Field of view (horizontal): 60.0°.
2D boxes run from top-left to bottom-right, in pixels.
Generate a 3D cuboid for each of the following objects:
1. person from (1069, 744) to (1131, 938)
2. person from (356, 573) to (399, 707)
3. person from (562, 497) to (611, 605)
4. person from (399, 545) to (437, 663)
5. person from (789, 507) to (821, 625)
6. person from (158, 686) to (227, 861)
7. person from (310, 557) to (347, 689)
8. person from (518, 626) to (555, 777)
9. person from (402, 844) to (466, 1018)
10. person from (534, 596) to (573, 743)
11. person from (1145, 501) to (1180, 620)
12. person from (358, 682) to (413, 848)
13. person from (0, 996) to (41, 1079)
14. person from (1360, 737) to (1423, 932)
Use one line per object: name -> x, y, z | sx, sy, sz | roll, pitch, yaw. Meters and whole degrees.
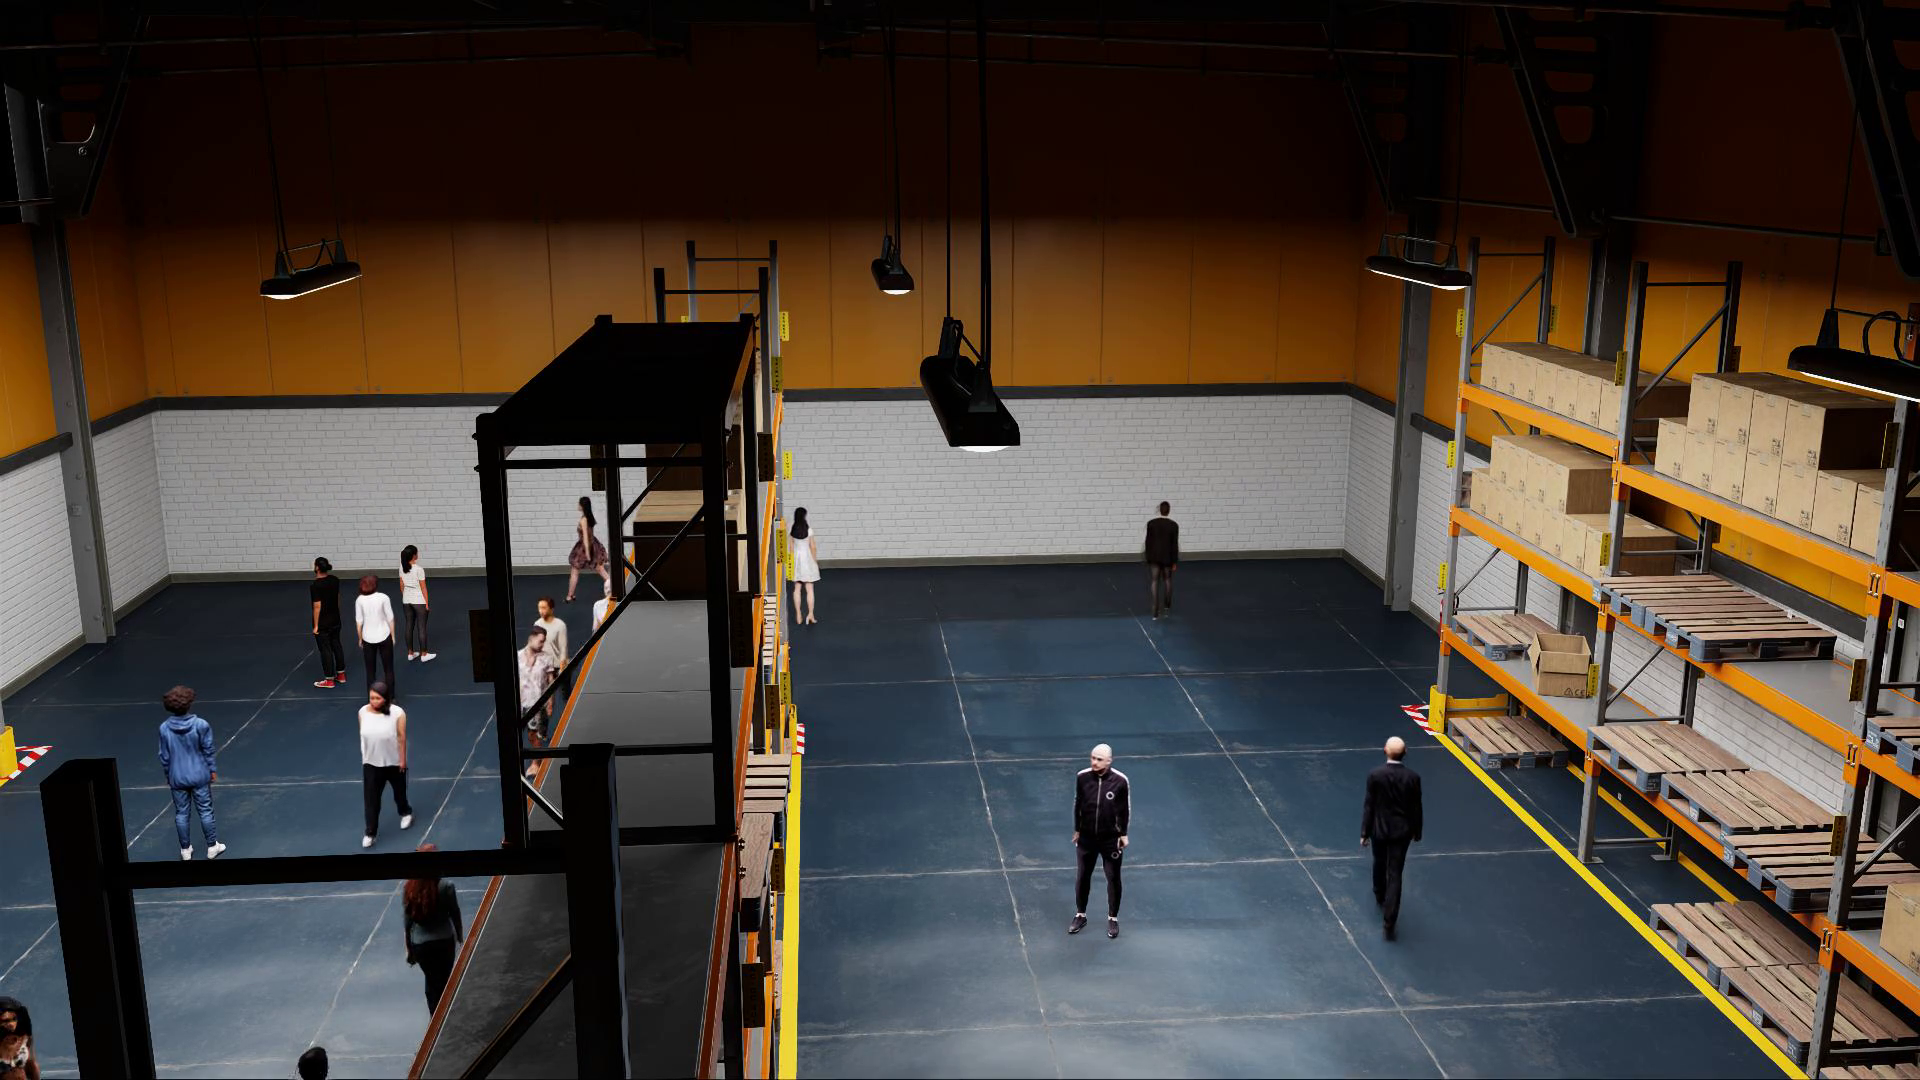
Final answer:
person -> 1.284, 2.704, 15.168 | 0.752, 1.834, 0.715 | 4, 14, 16
person -> -7.404, 1.287, 21.105 | 0.640, 1.794, 0.563 | -3, 14, -13
person -> -5.649, 0.212, 25.688 | 0.929, 1.727, 1.185 | 3, 14, 12
person -> -7.588, 0.869, 23.144 | 0.642, 1.647, 0.650 | 5, 14, 18
person -> -2.345, 0.385, 24.875 | 0.755, 1.773, 0.776 | 5, 14, 19
person -> -7.751, 2.338, 16.728 | 0.684, 1.811, 0.586 | -2, 14, -9
person -> -8.391, 1.076, 22.052 | 0.775, 1.759, 0.655 | 5, 14, 18
person -> -4.875, 1.834, 18.900 | 0.739, 1.768, 0.833 | 1, 14, 2
person -> -4.165, 3.265, 13.086 | 0.605, 1.724, 0.758 | 0, 14, 1
person -> -4.850, 1.530, 20.151 | 0.959, 1.771, 1.248 | 4, 14, 18
person -> 3.019, 0.347, 25.076 | 0.877, 1.751, 1.231 | 2, 14, 9
person -> -5.957, 2.278, 17.313 | 0.728, 1.653, 1.045 | 0, 14, 2
person -> -6.416, 3.793, 11.148 | 0.819, 1.610, 0.771 | 8, 16, 31
person -> 3.962, 2.716, 15.265 | 0.969, 1.765, 1.300 | 3, 14, 12
